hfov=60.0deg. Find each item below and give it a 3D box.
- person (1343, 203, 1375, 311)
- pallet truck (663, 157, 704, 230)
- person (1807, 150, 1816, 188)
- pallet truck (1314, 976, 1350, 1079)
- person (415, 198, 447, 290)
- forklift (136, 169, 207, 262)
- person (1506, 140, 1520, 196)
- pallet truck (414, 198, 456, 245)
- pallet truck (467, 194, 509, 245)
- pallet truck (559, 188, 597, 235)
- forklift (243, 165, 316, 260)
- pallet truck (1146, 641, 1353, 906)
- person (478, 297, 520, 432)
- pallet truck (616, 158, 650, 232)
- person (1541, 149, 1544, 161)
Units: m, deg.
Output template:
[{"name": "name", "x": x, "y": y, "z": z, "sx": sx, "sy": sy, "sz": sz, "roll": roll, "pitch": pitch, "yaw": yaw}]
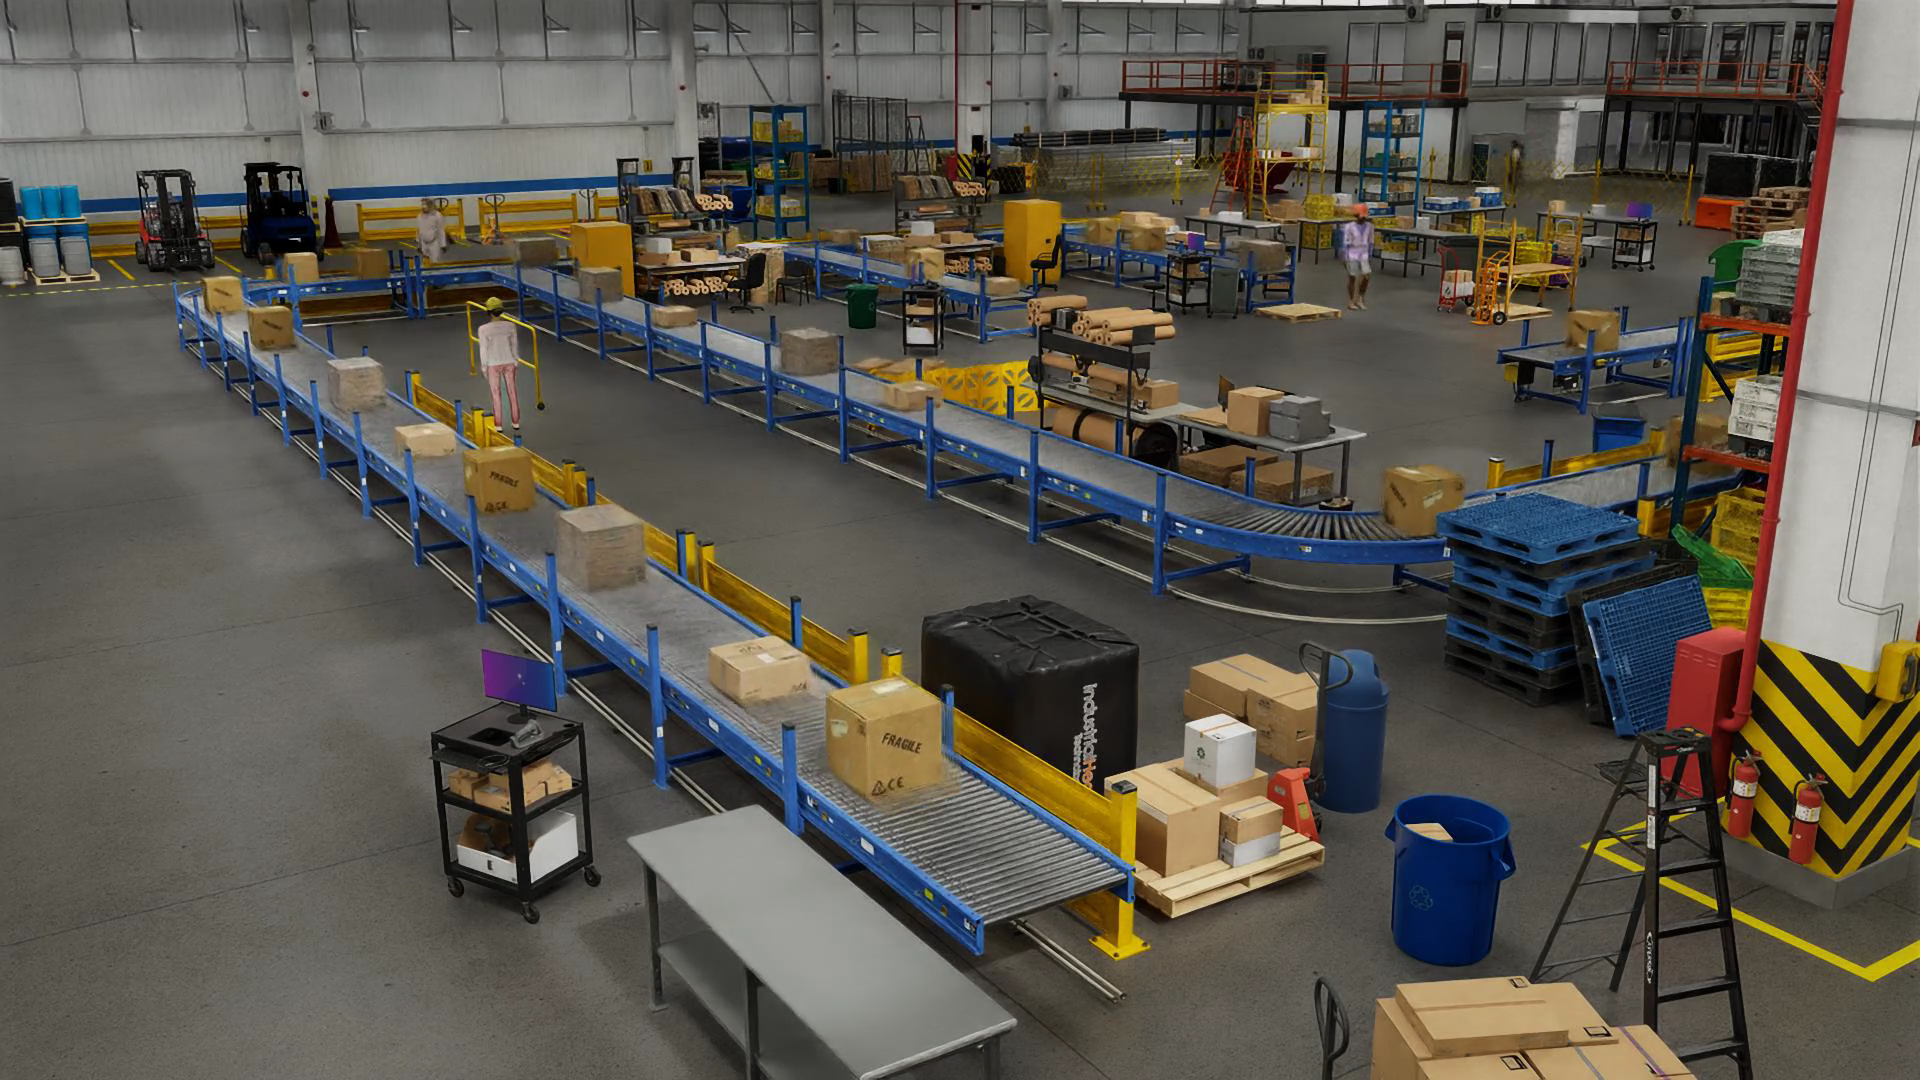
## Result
[{"name": "person", "x": 7.532, "y": -5.323, "z": 31.388, "sx": 0.626, "sy": 2.016, "sz": 0.680, "roll": -2, "pitch": 17, "yaw": -8}, {"name": "pallet truck", "x": -7.586, "y": -9.308, "z": 44.692, "sx": 0.823, "sy": 1.965, "sz": 1.885, "roll": -11, "pitch": 20, "yaw": -33}, {"name": "person", "x": 27.193, "y": -11.694, "z": 52.685, "sx": 0.614, "sy": 1.963, "sz": 0.361, "roll": 11, "pitch": 20, "yaw": 33}, {"name": "pallet truck", "x": 2.299, "y": 2.390, "z": 7.086, "sx": 1.601, "sy": 1.201, "sz": 0.680, "roll": -2, "pitch": 17, "yaw": -7}, {"name": "person", "x": -10.834, "y": -6.033, "z": 33.981, "sx": 0.669, "sy": 1.887, "sz": 0.446, "roll": 6, "pitch": 18, "yaw": 20}, {"name": "forklift", "x": -17.842, "y": -7.318, "z": 37.559, "sx": 1.157, "sy": 1.987, "sz": 2.680, "roll": -10, "pitch": 20, "yaw": -31}, {"name": "person", "x": 18.158, "y": -12.212, "z": 54.646, "sx": 0.407, "sy": 1.826, "sz": 0.538, "roll": 8, "pitch": 19, "yaw": 25}, {"name": "pallet truck", "x": -13.250, "y": -8.060, "z": 41.856, "sx": 0.680, "sy": 1.201, "sz": 1.601, "roll": -10, "pitch": 20, "yaw": -31}, {"name": "pallet truck", "x": -11.983, "y": -8.177, "z": 42.137, "sx": 0.704, "sy": 1.261, "sz": 1.522, "roll": -11, "pitch": 20, "yaw": -33}, {"name": "pallet truck", "x": -10.010, "y": -8.652, "z": 43.699, "sx": 0.653, "sy": 1.274, "sz": 1.630, "roll": -10, "pitch": 20, "yaw": -31}, {"name": "forklift", "x": -15.898, "y": -7.669, "z": 38.708, "sx": 1.157, "sy": 1.987, "sz": 2.680, "roll": -11, "pitch": 20, "yaw": -33}, {"name": "pallet truck", "x": 1.664, "y": 1.407, "z": 10.232, "sx": 1.630, "sy": 1.274, "sz": 0.653, "roll": -10, "pitch": 20, "yaw": -31}, {"name": "person", "x": -6.022, "y": -2.292, "z": 21.742, "sx": 0.526, "sy": 1.768, "sz": 0.315, "roll": -13, "pitch": 21, "yaw": -37}, {"name": "pallet truck", "x": -8.918, "y": -9.176, "z": 44.255, "sx": 0.823, "sy": 1.965, "sz": 1.885, "roll": -9, "pitch": 19, "yaw": -27}, {"name": "person", "x": 21.822, "y": -14.481, "z": 62.508, "sx": 0.503, "sy": 1.636, "sz": 0.277, "roll": 10, "pitch": 19, "yaw": 29}]
